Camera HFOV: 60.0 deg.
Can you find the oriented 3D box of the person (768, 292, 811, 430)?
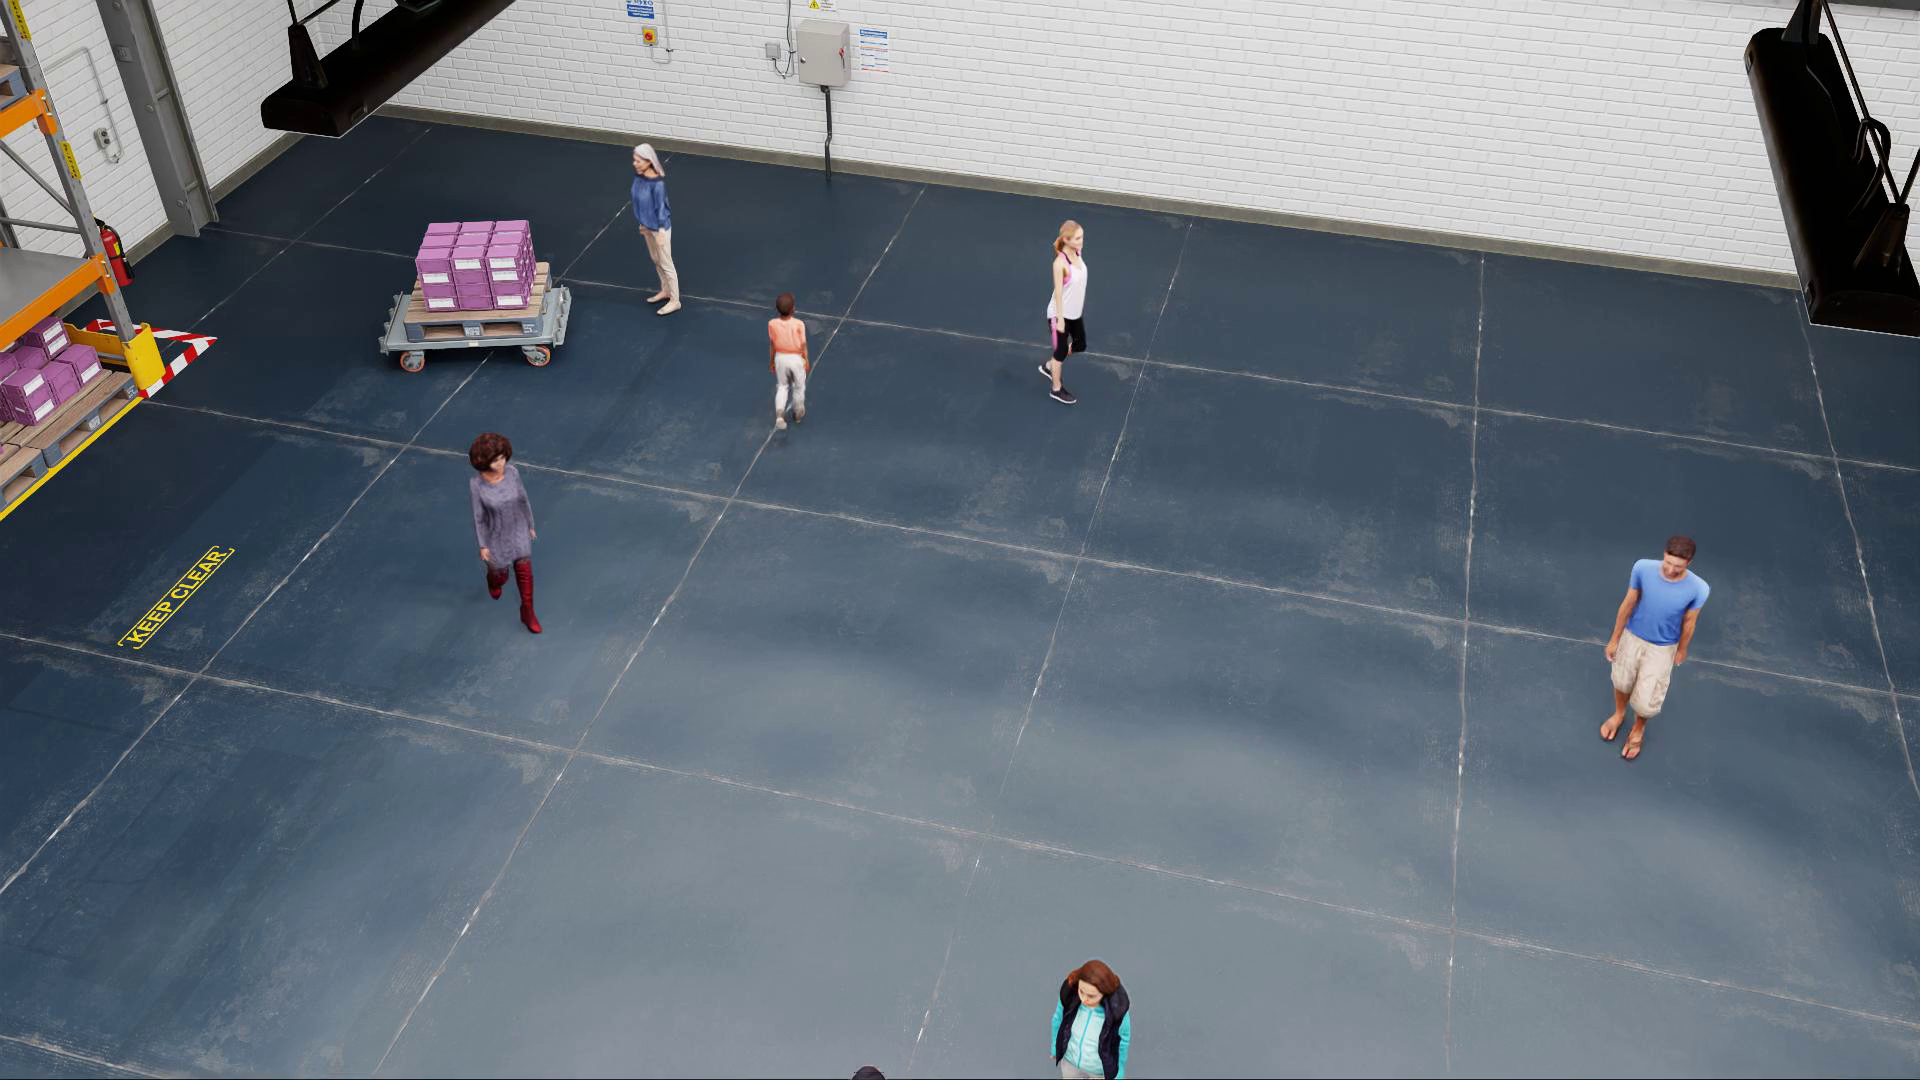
[{"bbox_3d":[-1.473,-1.515,14.262,0.507,1.300,0.734,7,39,8],"label":"person"}]

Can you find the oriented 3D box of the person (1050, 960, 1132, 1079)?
[{"bbox_3d":[0.690,2.717,8.803,0.612,1.499,0.618,15,41,18],"label":"person"}]

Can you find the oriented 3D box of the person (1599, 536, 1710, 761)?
[{"bbox_3d":[4.657,0.610,11.171,0.769,1.836,0.822,28,46,30],"label":"person"}]

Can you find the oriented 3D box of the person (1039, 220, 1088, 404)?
[{"bbox_3d":[0.837,-2.001,14.488,0.775,1.777,0.714,23,44,27],"label":"person"}]

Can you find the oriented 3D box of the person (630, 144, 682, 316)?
[{"bbox_3d":[-2.876,-2.972,15.767,0.749,1.699,0.714,-26,45,-29],"label":"person"}]

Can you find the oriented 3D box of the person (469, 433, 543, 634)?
[{"bbox_3d":[-3.354,-0.061,12.124,0.881,1.696,0.909,-27,46,-30],"label":"person"}]
